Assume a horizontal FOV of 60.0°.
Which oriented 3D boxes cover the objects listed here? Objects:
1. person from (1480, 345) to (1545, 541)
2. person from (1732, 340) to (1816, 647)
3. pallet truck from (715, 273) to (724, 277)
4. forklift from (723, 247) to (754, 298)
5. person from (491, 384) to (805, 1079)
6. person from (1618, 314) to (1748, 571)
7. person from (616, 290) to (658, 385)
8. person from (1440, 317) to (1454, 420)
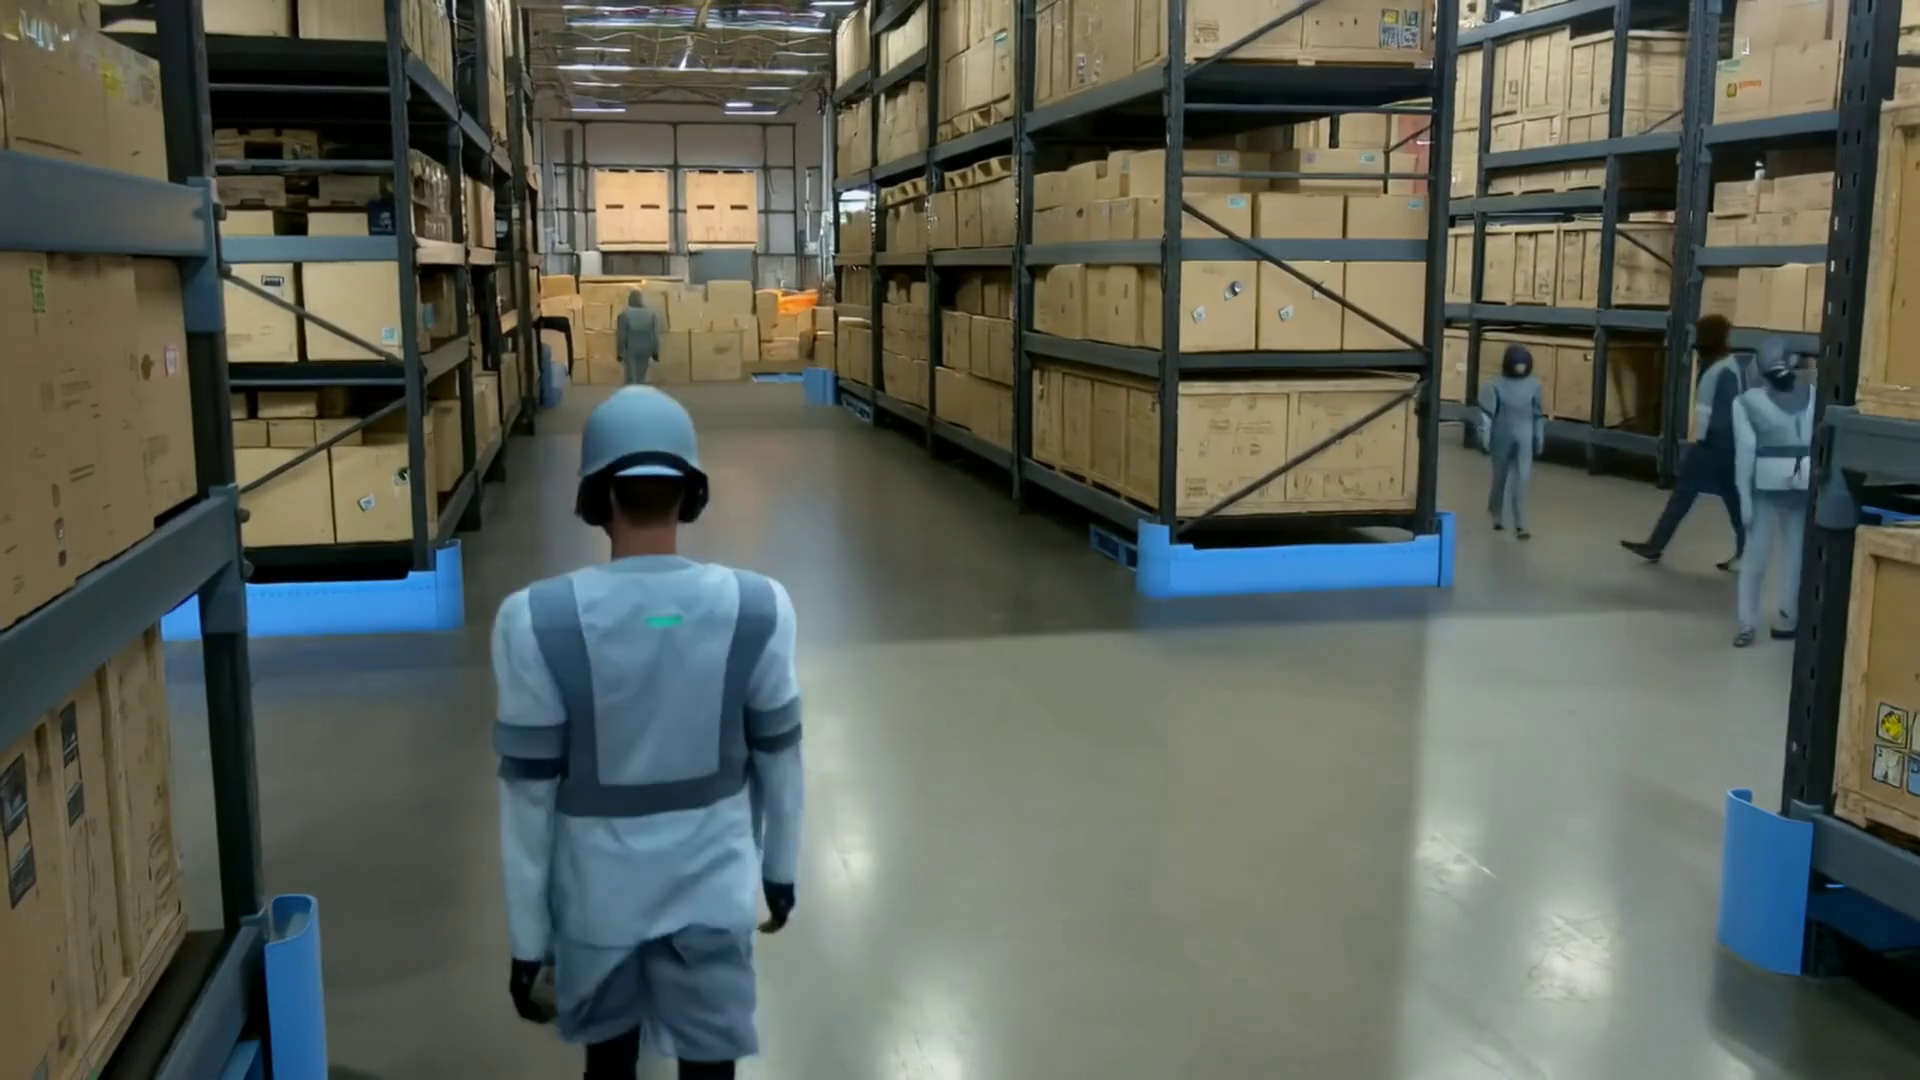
[{"bbox_3d":[4.543,-0.810,13.706,0.528,1.590,0.856,1,9,7],"label":"person"},{"bbox_3d":[4.834,-0.267,9.741,0.740,1.808,0.400,-2,10,-12],"label":"person"},{"bbox_3d":[-8.580,-8.986,62.280,1.885,1.965,0.823,1,9,5],"label":"pallet truck"},{"bbox_3d":[-6.903,-7.735,51.969,1.129,2.768,1.873,-7,12,-38],"label":"forklift"},{"bbox_3d":[-0.623,0.677,3.418,0.636,1.981,1.070,-4,10,-21],"label":"person"},{"bbox_3d":[5.404,-0.698,12.129,1.017,1.868,0.609,1,9,8],"label":"person"},{"bbox_3d":[-4.984,-2.934,25.798,0.655,1.877,0.891,-6,11,-31],"label":"person"},{"bbox_3d":[6.831,-2.468,23.754,0.556,1.613,0.380,8,12,42],"label":"person"}]
